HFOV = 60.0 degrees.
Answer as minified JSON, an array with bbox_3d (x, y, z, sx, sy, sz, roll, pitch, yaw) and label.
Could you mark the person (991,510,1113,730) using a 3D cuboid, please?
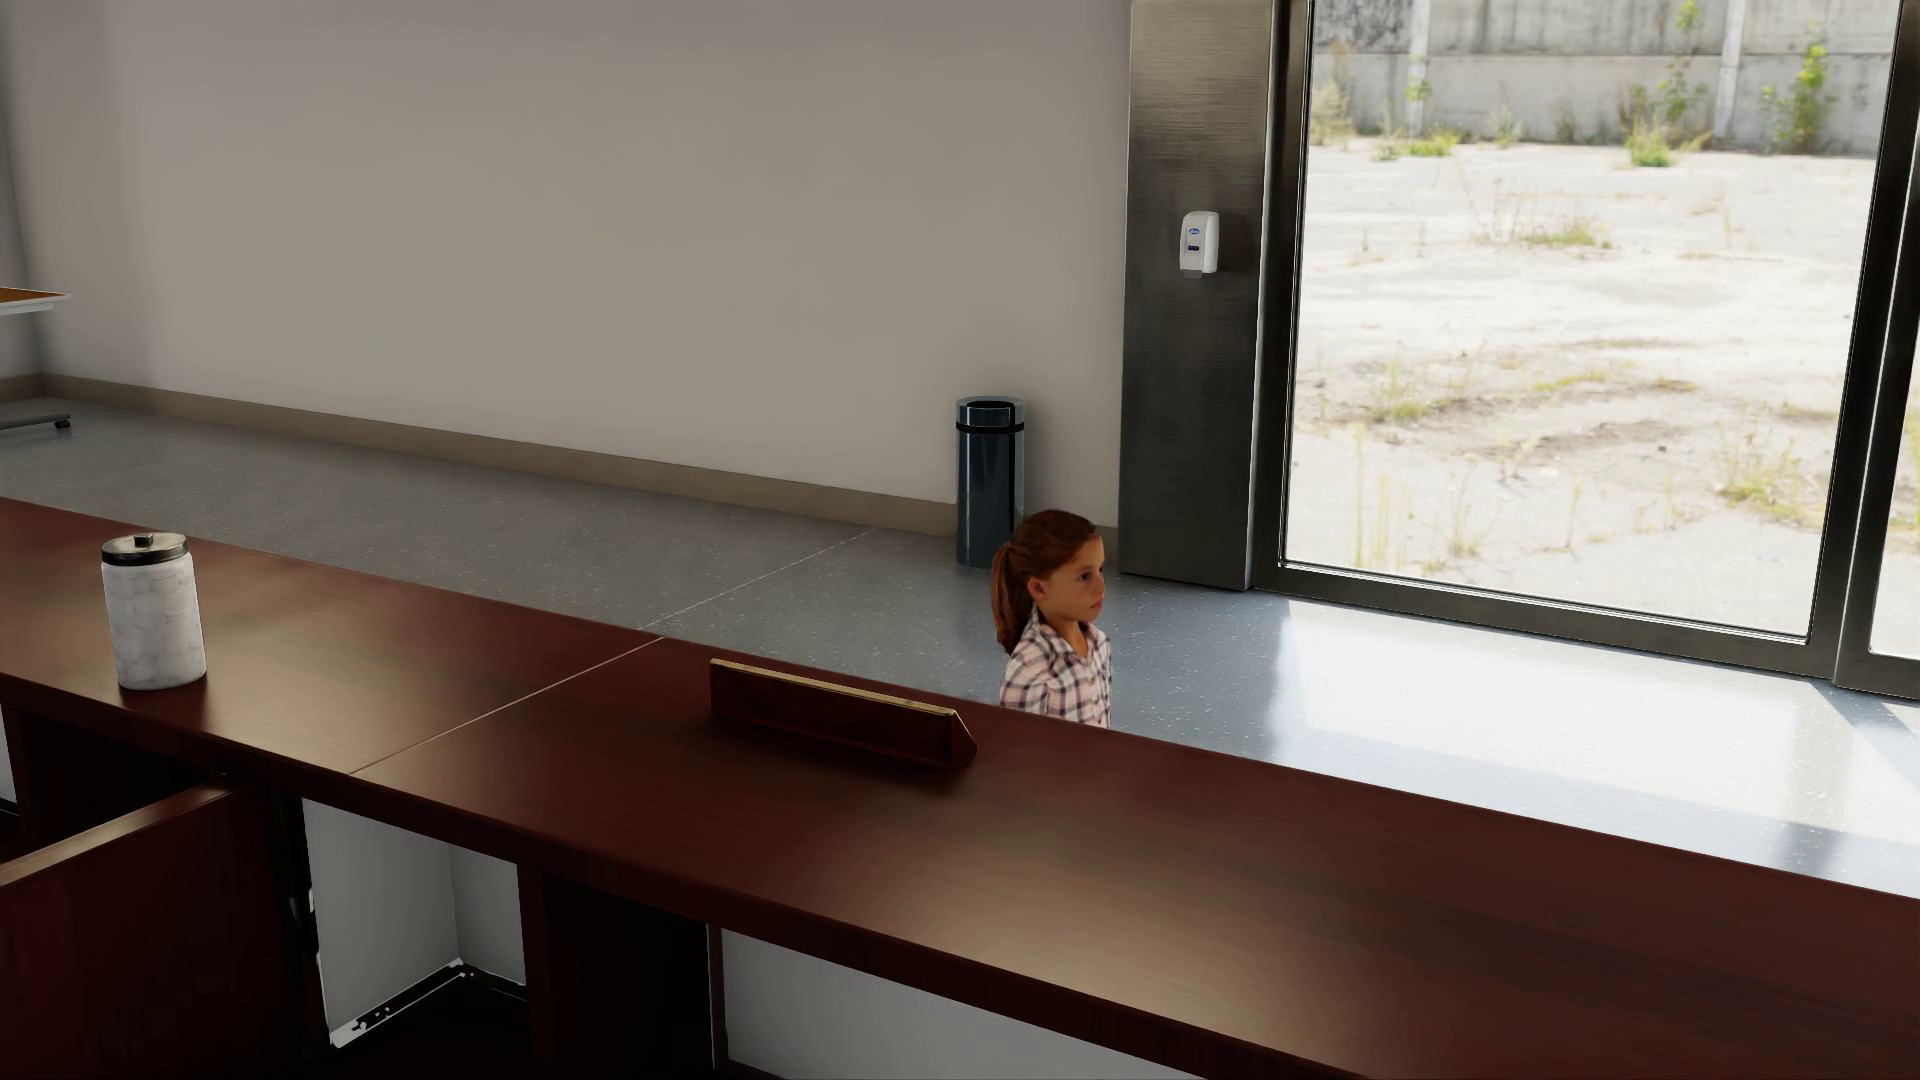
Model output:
[{"bbox_3d":[0.159,0.556,3.355,0.607,1.314,0.641,10,19,31],"label":"person"}]
